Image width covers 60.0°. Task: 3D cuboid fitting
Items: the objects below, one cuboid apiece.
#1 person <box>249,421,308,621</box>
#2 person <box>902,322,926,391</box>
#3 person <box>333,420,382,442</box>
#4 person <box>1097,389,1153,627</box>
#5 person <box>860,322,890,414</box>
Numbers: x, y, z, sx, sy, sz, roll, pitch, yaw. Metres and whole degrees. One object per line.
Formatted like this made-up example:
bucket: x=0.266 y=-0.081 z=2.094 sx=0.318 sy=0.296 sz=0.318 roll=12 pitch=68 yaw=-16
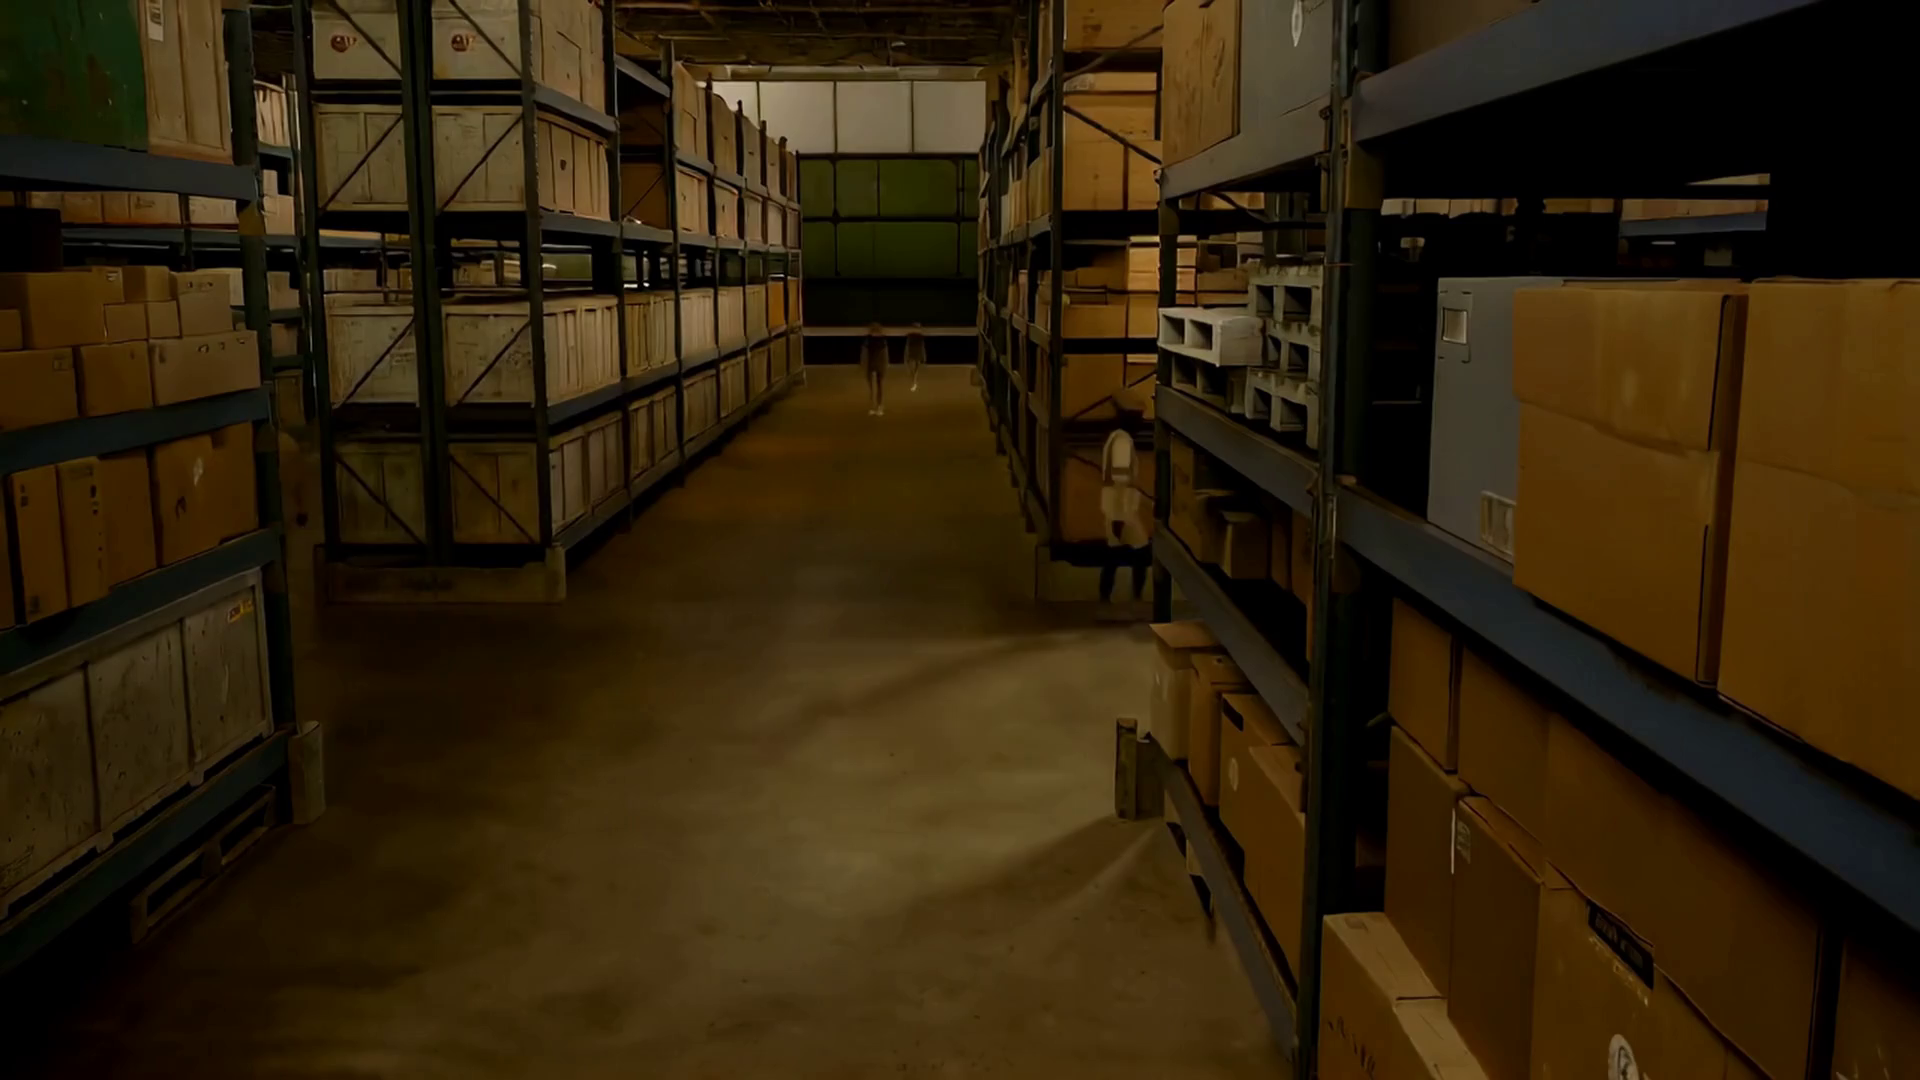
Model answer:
person: x=-6.056 y=-0.232 z=14.394 sx=0.625 sy=1.870 sz=0.780 roll=5 pitch=10 yaw=28
person: x=-1.116 y=-4.574 z=41.480 sx=0.588 sy=1.702 sz=0.912 roll=3 pitch=10 yaw=20
person: x=-7.602 y=-1.311 z=20.955 sx=0.643 sy=1.888 sz=0.842 roll=-1 pitch=9 yaw=-8
person: x=1.492 y=-0.262 z=14.082 sx=0.719 sy=2.020 sz=0.646 roll=0 pitch=9 yaw=2
person: x=-1.774 y=-3.575 z=34.725 sx=0.627 sy=1.926 sz=0.482 roll=-2 pitch=9 yaw=-11
